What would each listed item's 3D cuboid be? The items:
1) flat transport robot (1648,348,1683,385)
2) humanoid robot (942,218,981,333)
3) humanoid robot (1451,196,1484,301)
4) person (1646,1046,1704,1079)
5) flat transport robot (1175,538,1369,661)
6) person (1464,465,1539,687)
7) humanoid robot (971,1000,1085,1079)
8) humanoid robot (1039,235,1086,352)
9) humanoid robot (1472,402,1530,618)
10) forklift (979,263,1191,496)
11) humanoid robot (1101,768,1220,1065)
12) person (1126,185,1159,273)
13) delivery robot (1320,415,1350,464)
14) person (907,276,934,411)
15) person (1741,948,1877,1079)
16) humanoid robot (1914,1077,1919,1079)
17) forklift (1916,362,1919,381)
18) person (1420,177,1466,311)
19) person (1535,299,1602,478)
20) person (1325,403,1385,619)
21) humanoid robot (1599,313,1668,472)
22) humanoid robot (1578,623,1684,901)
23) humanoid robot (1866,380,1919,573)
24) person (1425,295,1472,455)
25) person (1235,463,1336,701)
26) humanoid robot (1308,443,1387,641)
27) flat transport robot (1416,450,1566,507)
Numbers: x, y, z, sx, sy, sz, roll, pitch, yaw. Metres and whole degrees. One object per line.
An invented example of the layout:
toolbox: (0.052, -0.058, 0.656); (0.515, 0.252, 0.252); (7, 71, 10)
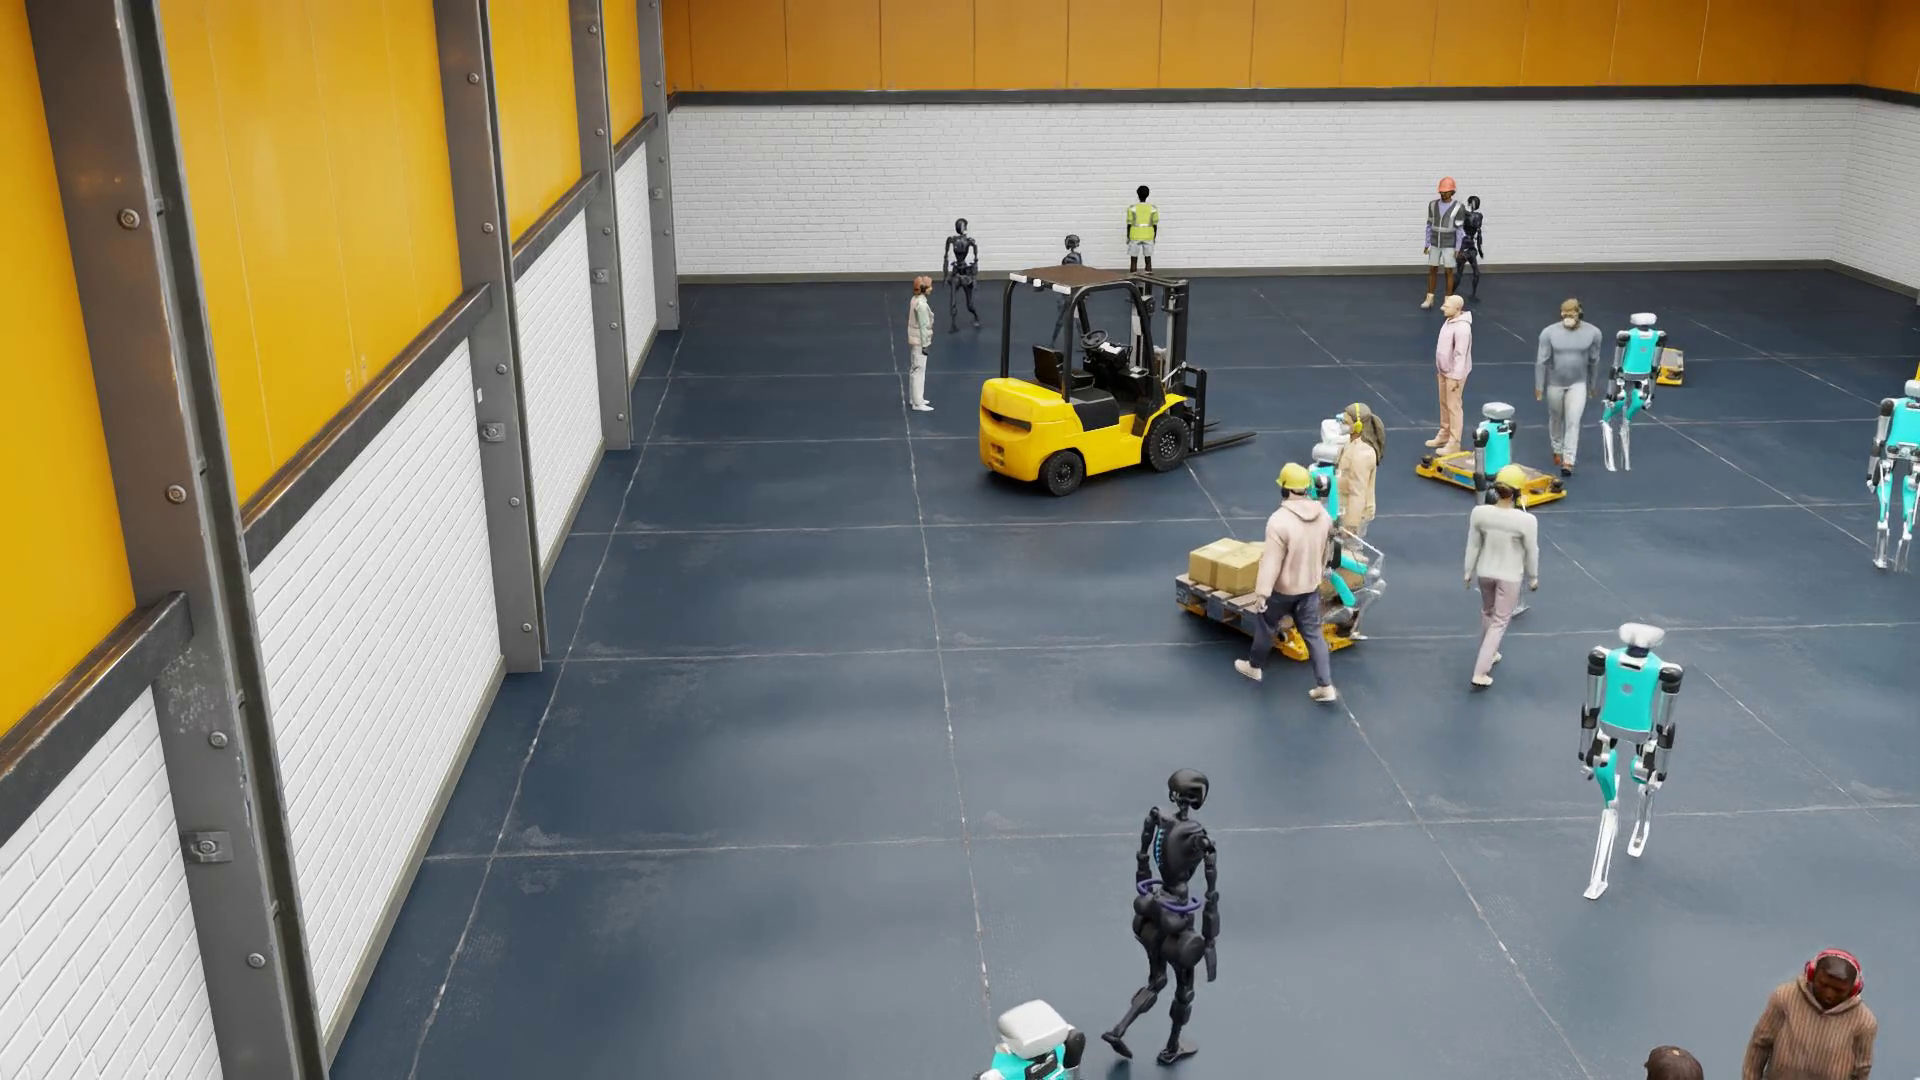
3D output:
flat transport robot: (9.165, -2.313, 21.929); (0.659, 0.231, 1.431); (8, 22, 20)
humanoid robot: (0.049, -3.866, 24.138); (0.589, 1.633, 0.670); (10, 22, 25)
humanoid robot: (7.950, -4.550, 25.997); (0.590, 1.648, 0.509); (-16, 25, -36)
person: (2.563, 2.664, 6.194); (0.467, 1.769, 0.378); (-5, 21, -14)
flat transport robot: (2.566, 0.629, 13.913); (0.659, 0.231, 1.431); (-13, 24, -32)
person: (4.156, 0.268, 12.791); (0.534, 1.738, 0.779); (18, 27, 40)
humanoid robot: (0.482, 2.686, 6.277); (0.555, 1.844, 0.874); (-18, 26, -39)
humanoid robot: (1.473, -3.384, 22.836); (0.720, 1.631, 0.593); (7, 21, 19)
humanoid robot: (4.759, -0.231, 14.140); (0.547, 1.787, 0.898); (-17, 26, -38)
forklift: (1.315, -1.764, 17.646); (2.313, 2.155, 1.214); (-14, 24, -33)
humanoid robot: (1.013, 1.930, 8.340); (0.528, 1.625, 0.613); (-14, 24, -33)
person: (2.927, -4.860, 26.807); (0.531, 1.689, 0.322); (-1, 20, -4)
delivery robot: (4.123, -1.041, 18.075); (0.499, 0.613, 0.790); (2, 20, 6)
person: (-0.477, -2.380, 20.136); (0.314, 1.632, 0.517); (-4, 21, -11)
person: (3.665, 2.363, 7.228); (0.471, 1.618, 0.646); (12, 23, 30)
humanoid robot: (3.649, 2.716, 6.193); (0.781, 1.853, 0.530); (-12, 23, -29)
forklift: (12.602, -2.435, 19.475); (2.313, 2.155, 1.214); (-1, 20, -4)
person: (7.358, -4.514, 25.381); (0.601, 2.035, 0.413); (17, 26, 39)
person: (6.449, -1.625, 17.713); (0.647, 1.880, 1.017); (7, 21, 18)
person: (3.322, -0.245, 13.978); (0.392, 1.871, 0.560); (3, 20, 9)
humanoid robot: (7.120, -1.566, 17.840); (0.536, 1.847, 0.699); (-1, 20, -3)
humanoid robot: (4.112, 1.255, 10.141); (0.531, 1.778, 1.018); (14, 24, 33)
humanoid robot: (8.406, -0.445, 14.856); (0.545, 1.880, 0.743); (7, 21, 19)
person: (5.469, -1.836, 18.448); (0.408, 1.775, 0.526); (-2, 20, -5)
person: (2.536, 0.309, 12.548); (0.802, 1.813, 0.977); (-11, 23, -27)
humanoid robot: (3.095, 0.098, 13.253); (0.866, 1.755, 0.543); (4, 21, 11)
flat transport robot: (5.552, -0.657, 17.419); (0.659, 0.231, 1.431); (-13, 24, -31)
